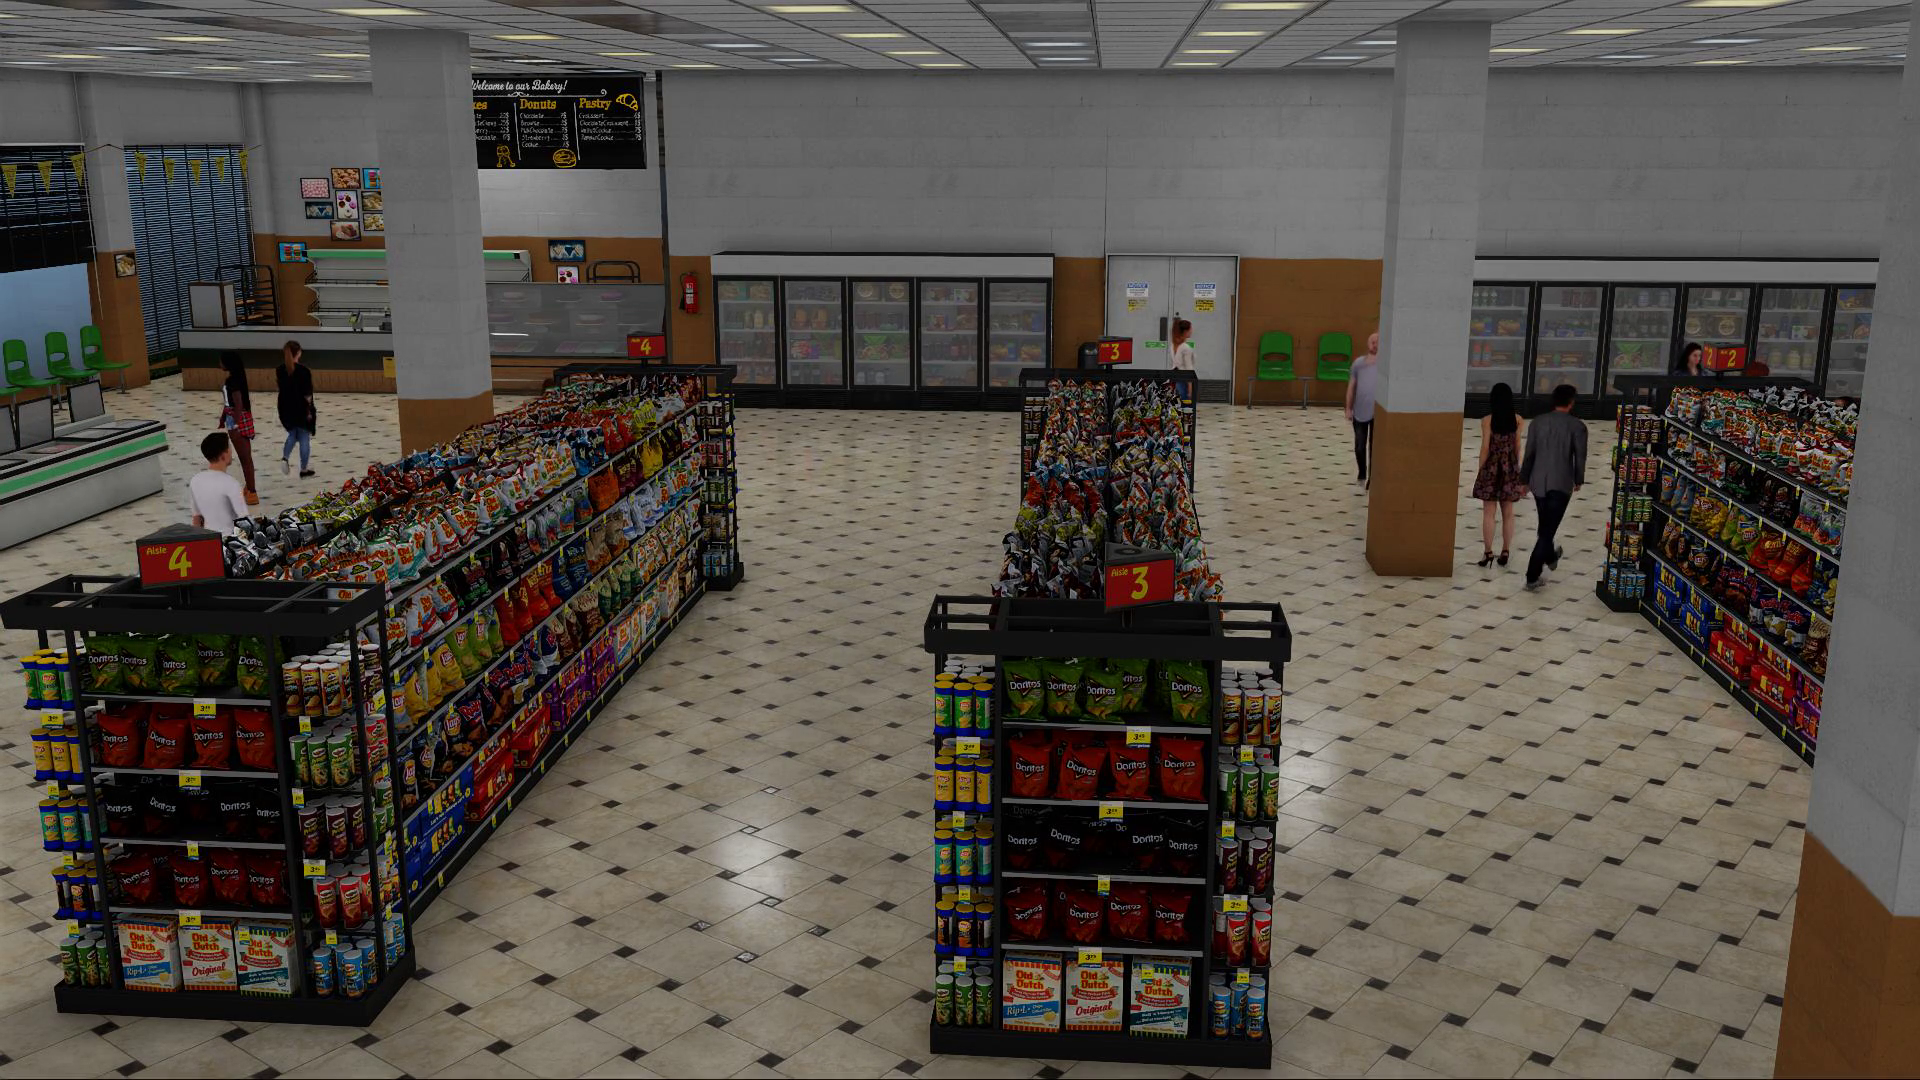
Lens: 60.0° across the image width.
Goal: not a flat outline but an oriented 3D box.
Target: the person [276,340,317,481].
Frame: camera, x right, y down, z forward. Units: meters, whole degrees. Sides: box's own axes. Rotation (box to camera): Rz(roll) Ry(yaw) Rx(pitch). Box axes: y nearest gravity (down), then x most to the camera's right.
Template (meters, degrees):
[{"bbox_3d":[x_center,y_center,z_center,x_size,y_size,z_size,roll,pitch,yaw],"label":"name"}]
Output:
[{"bbox_3d":[-7.937,-1.523,19.774,0.666,1.673,0.789,2,14,10],"label":"person"}]

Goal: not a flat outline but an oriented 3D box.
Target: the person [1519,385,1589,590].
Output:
[{"bbox_3d":[5.312,-0.436,15.014,1.172,1.804,1.273,13,19,42],"label":"person"}]

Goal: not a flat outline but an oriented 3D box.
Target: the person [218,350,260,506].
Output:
[{"bbox_3d":[-8.047,-1.261,18.583,0.772,1.726,0.672,-5,15,-20],"label":"person"}]

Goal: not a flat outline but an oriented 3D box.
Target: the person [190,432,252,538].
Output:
[{"bbox_3d":[-5.669,0.134,12.661,1.023,1.806,1.302,7,15,28],"label":"person"}]

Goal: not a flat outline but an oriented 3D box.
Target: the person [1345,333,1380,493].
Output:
[{"bbox_3d":[4.761,-1.478,19.348,0.844,1.787,1.267,4,14,15],"label":"person"}]

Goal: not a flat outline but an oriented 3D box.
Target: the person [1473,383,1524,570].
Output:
[{"bbox_3d":[5.119,-0.614,15.810,0.727,1.775,0.742,-2,14,-8],"label":"person"}]

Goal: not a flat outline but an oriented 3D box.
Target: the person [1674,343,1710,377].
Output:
[{"bbox_3d":[8.268,-1.387,19.069,0.773,1.741,0.997,-3,14,-12],"label":"person"}]

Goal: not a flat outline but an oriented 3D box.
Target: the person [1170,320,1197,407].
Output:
[{"bbox_3d":[2.879,-2.007,21.672,0.747,1.719,0.617,-6,15,-22],"label":"person"}]
